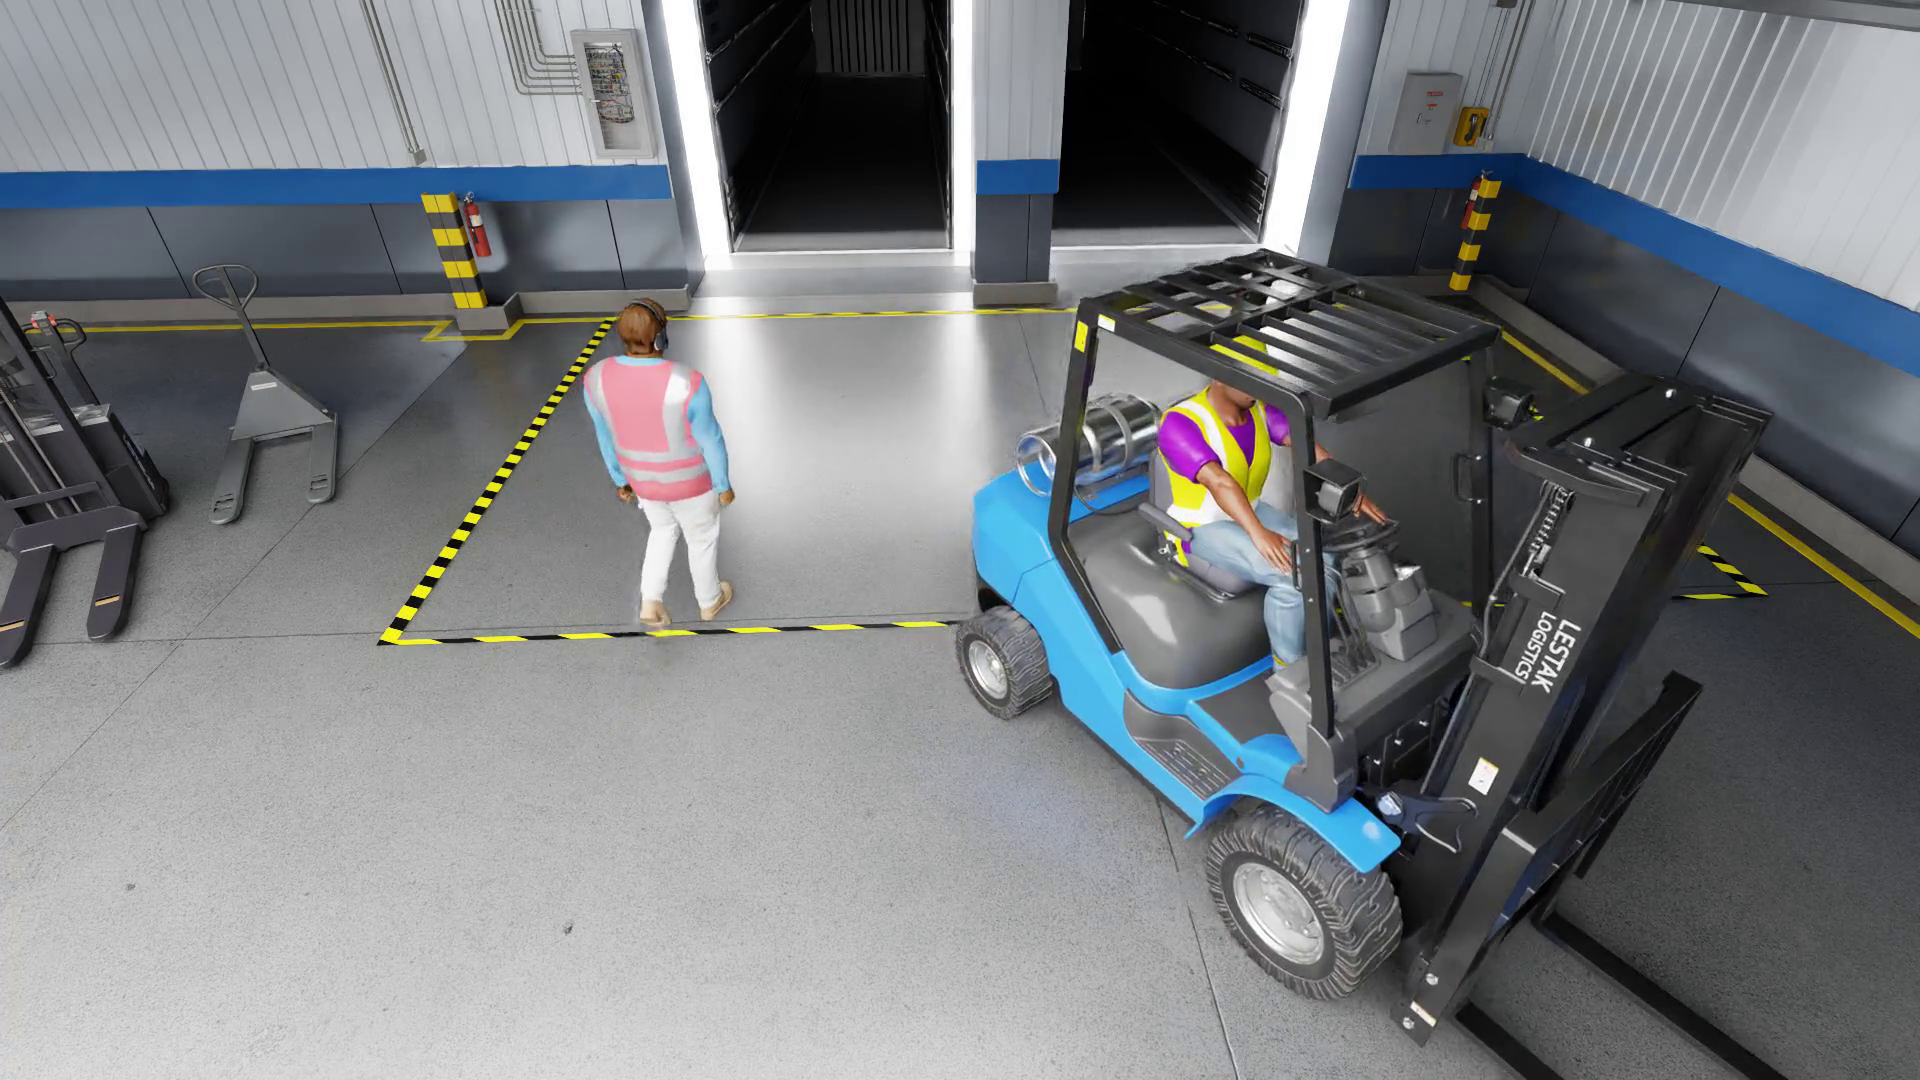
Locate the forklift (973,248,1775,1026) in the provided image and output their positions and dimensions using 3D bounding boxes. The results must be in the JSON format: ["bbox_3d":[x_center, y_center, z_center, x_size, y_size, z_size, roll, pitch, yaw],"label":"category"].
[{"bbox_3d":[1.171,0.055,3.600,1.157,2.036,2.680,-22,41,-29],"label":"forklift"}]

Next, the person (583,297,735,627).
[{"bbox_3d":[-1.454,-0.286,4.549,0.629,1.822,0.628,7,35,10],"label":"person"}]

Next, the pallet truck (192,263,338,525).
[{"bbox_3d":[-4.778,-1.027,6.128,0.680,1.201,1.601,-17,38,-23],"label":"pallet truck"}]

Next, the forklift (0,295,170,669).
[{"bbox_3d":[-5.212,-0.618,4.878,0.823,1.965,1.885,-20,39,-26],"label":"forklift"}]

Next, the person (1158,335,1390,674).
[{"bbox_3d":[1.200,-0.068,3.450,0.635,1.293,1.004,-22,41,-29],"label":"person"}]
